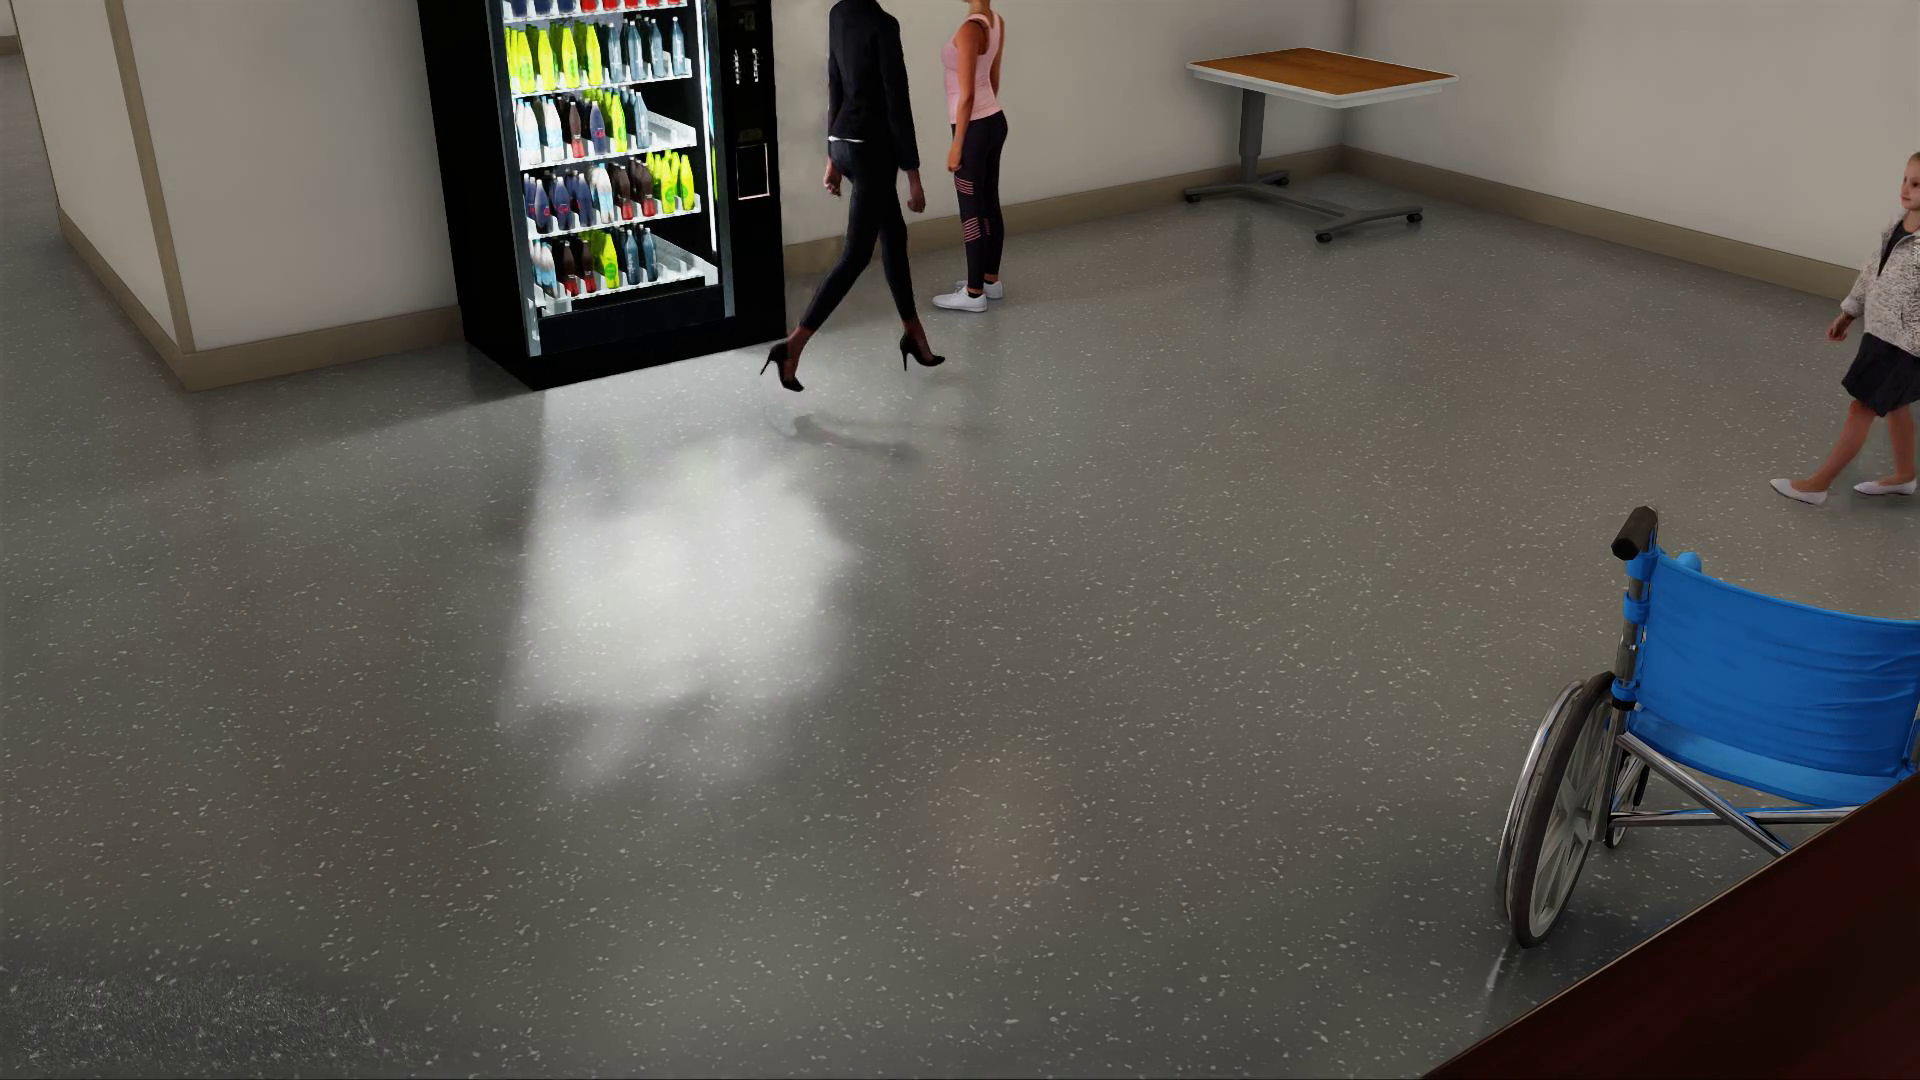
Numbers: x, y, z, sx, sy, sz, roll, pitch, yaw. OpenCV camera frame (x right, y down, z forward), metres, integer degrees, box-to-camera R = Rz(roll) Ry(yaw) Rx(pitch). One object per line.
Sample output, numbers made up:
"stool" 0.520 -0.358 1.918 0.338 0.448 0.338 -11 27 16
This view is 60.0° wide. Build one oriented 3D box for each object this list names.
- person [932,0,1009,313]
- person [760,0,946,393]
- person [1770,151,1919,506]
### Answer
"person" 0.088 -1.891 7.709 0.715 1.645 0.625 11 28 22
"person" -0.439 -1.413 6.547 1.121 1.794 0.643 -15 30 -29
"person" 3.278 -0.702 5.690 0.864 1.249 0.767 2 26 4
